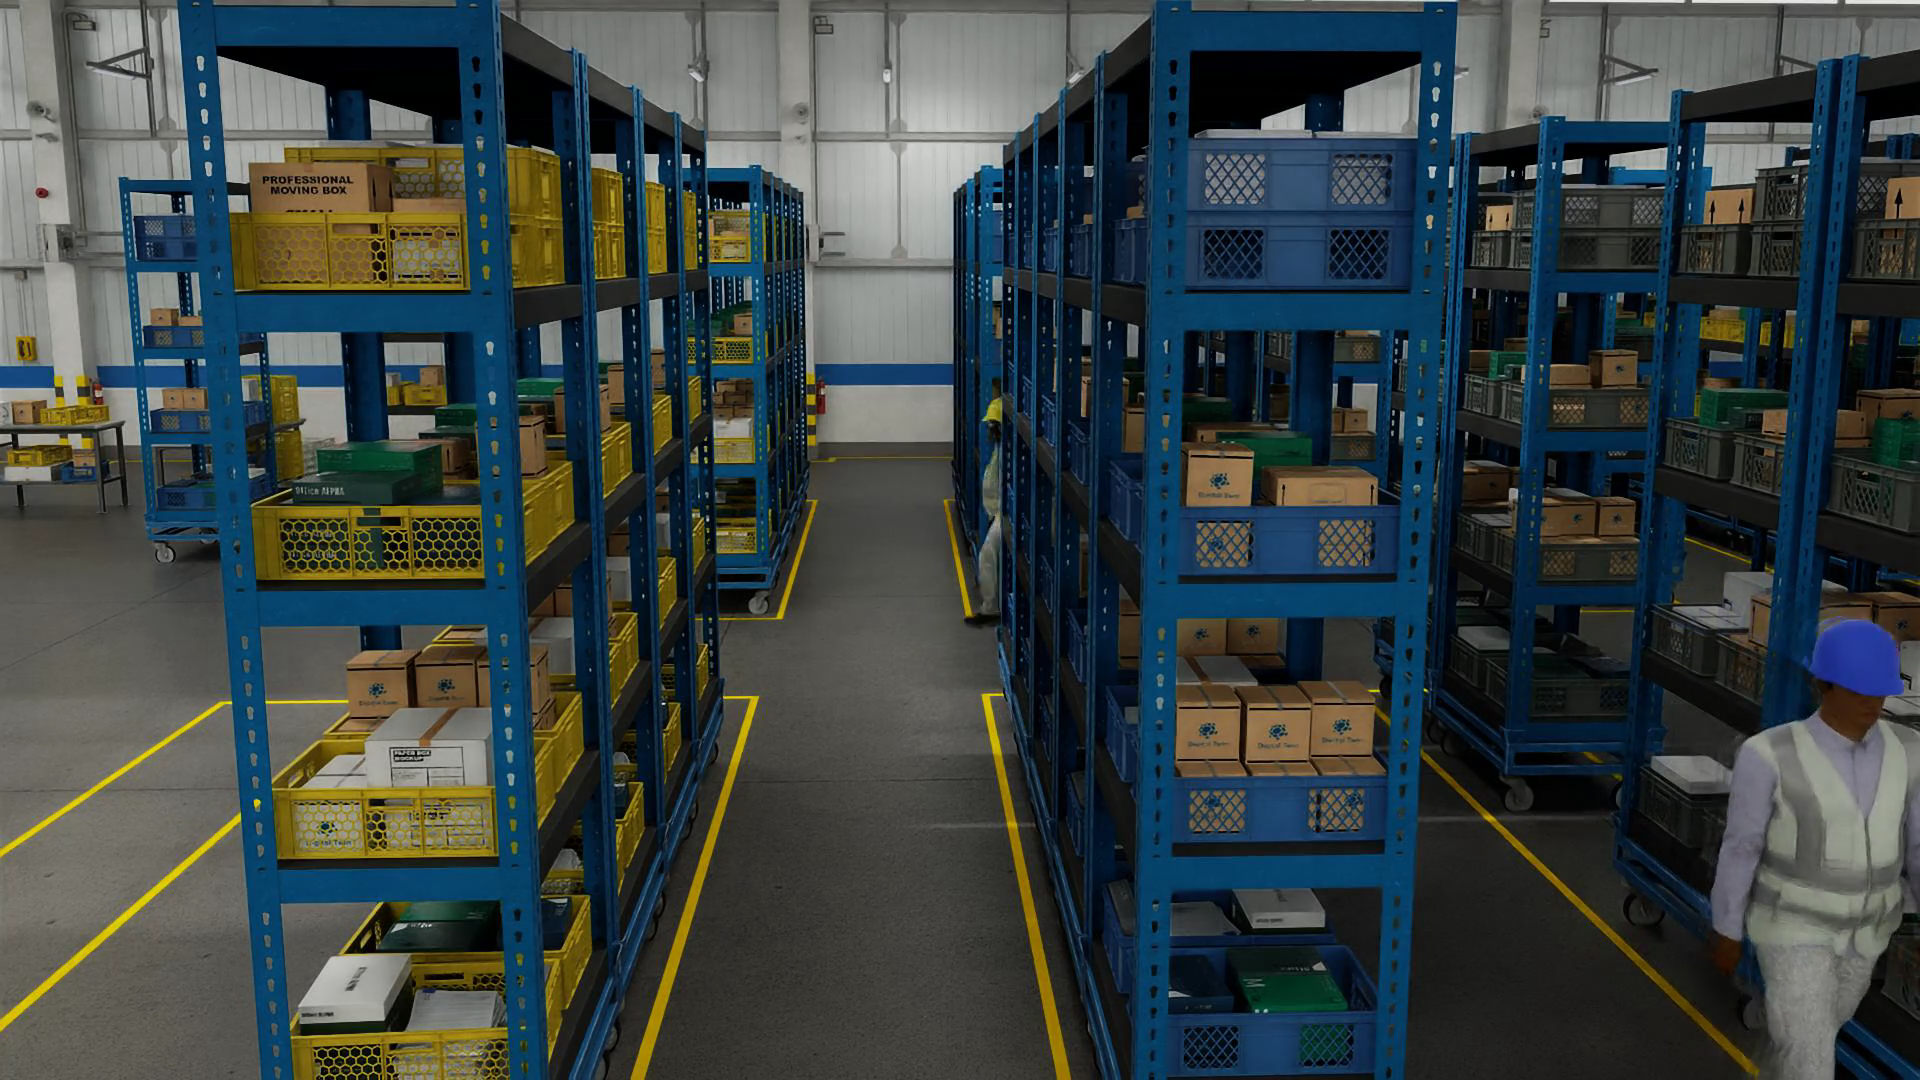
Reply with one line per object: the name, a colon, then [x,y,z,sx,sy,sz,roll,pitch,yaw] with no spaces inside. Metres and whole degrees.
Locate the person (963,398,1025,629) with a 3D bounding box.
person: [0.270,-0.201,12.988,0.704,1.805,0.619,0,10,-2]

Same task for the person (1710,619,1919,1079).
person: [2.604,1.178,4.865,0.610,1.899,0.982,-2,10,-9]
